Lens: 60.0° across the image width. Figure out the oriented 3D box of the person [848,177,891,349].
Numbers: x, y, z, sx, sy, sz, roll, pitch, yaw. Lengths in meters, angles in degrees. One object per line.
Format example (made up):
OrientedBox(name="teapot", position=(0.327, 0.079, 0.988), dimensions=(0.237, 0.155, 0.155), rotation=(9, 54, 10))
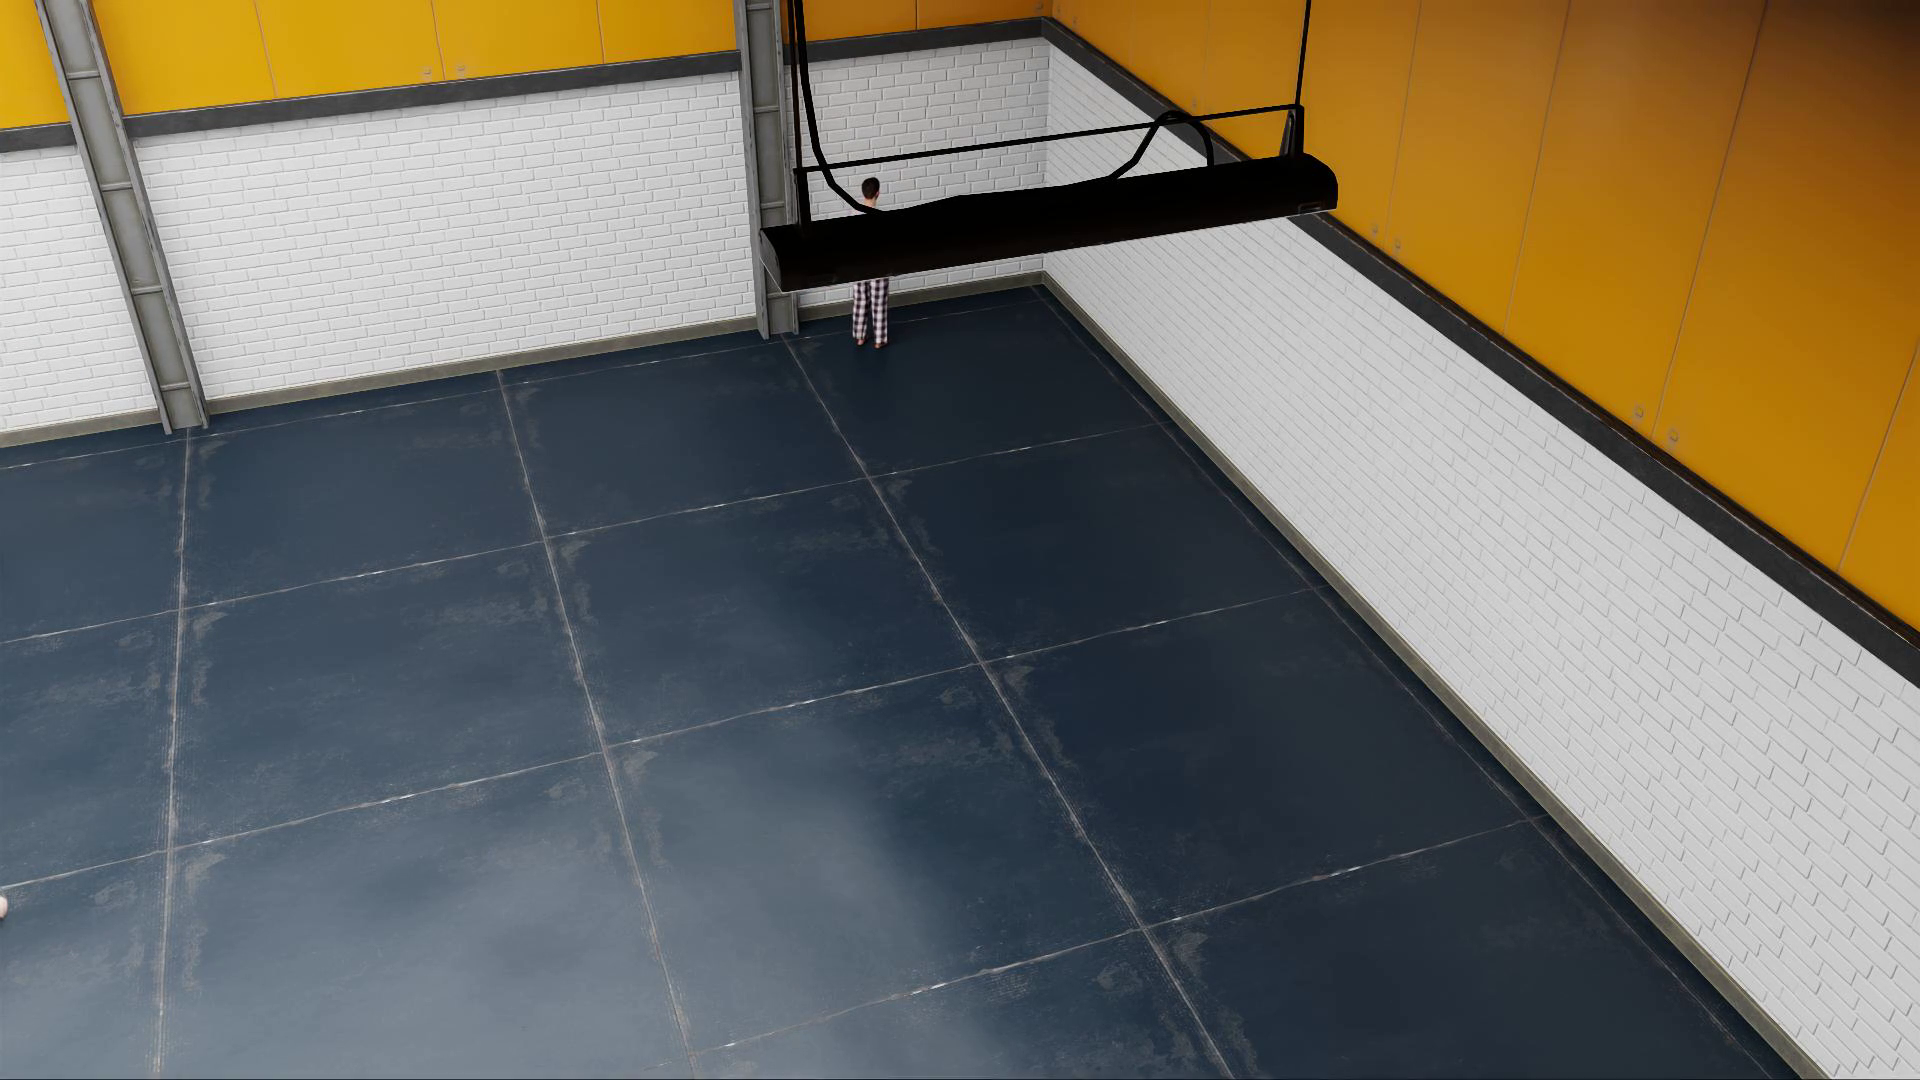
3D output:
OrientedBox(name="person", position=(-0.940, -2.883, 17.344), dimensions=(0.674, 1.845, 0.757), rotation=(11, 35, 16))
